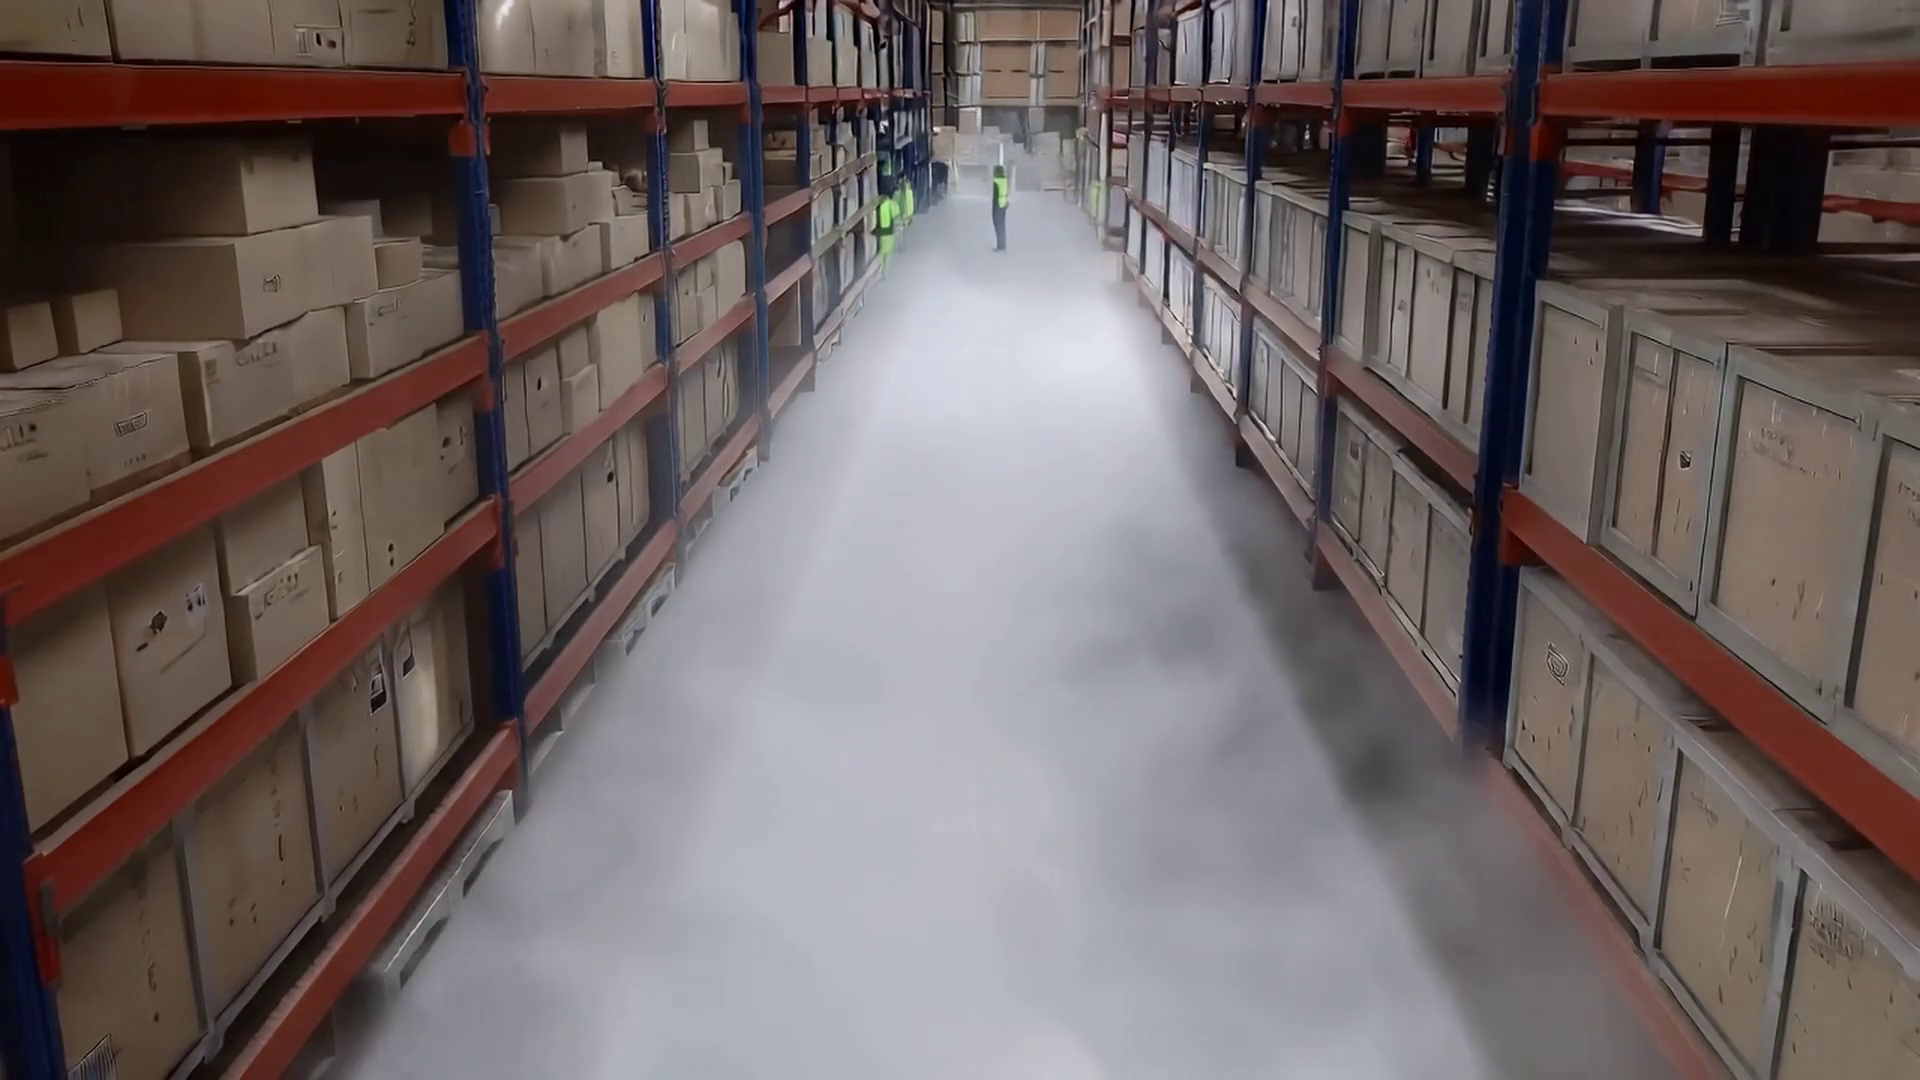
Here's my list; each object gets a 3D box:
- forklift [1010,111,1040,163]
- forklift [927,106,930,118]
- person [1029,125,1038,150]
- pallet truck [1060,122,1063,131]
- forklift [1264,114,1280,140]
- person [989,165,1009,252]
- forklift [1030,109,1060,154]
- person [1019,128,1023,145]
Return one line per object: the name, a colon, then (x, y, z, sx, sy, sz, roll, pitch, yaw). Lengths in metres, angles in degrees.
forklift: (2.058, -14.648, 62.292, 1.873, 2.768, 1.129, 0, 15, 1)
forklift: (-1.988, -20.789, 85.142, 1.129, 2.768, 1.873, 0, 15, 2)
person: (3.638, -19.677, 82.820, 0.454, 1.918, 0.651, -9, 17, -30)
pallet truck: (5.788, -21.111, 88.014, 1.885, 1.965, 0.823, 5, 16, 18)
forklift: (11.025, -13.978, 59.799, 1.129, 2.768, 1.873, 0, 15, 2)
person: (0.885, -7.412, 37.194, 0.393, 1.920, 0.591, 6, 16, 21)
forklift: (3.819, -16.736, 70.062, 1.873, 2.768, 1.129, 12, 19, 37)
person: (3.138, -21.742, 91.079, 0.539, 1.614, 0.605, 13, 19, 39)
